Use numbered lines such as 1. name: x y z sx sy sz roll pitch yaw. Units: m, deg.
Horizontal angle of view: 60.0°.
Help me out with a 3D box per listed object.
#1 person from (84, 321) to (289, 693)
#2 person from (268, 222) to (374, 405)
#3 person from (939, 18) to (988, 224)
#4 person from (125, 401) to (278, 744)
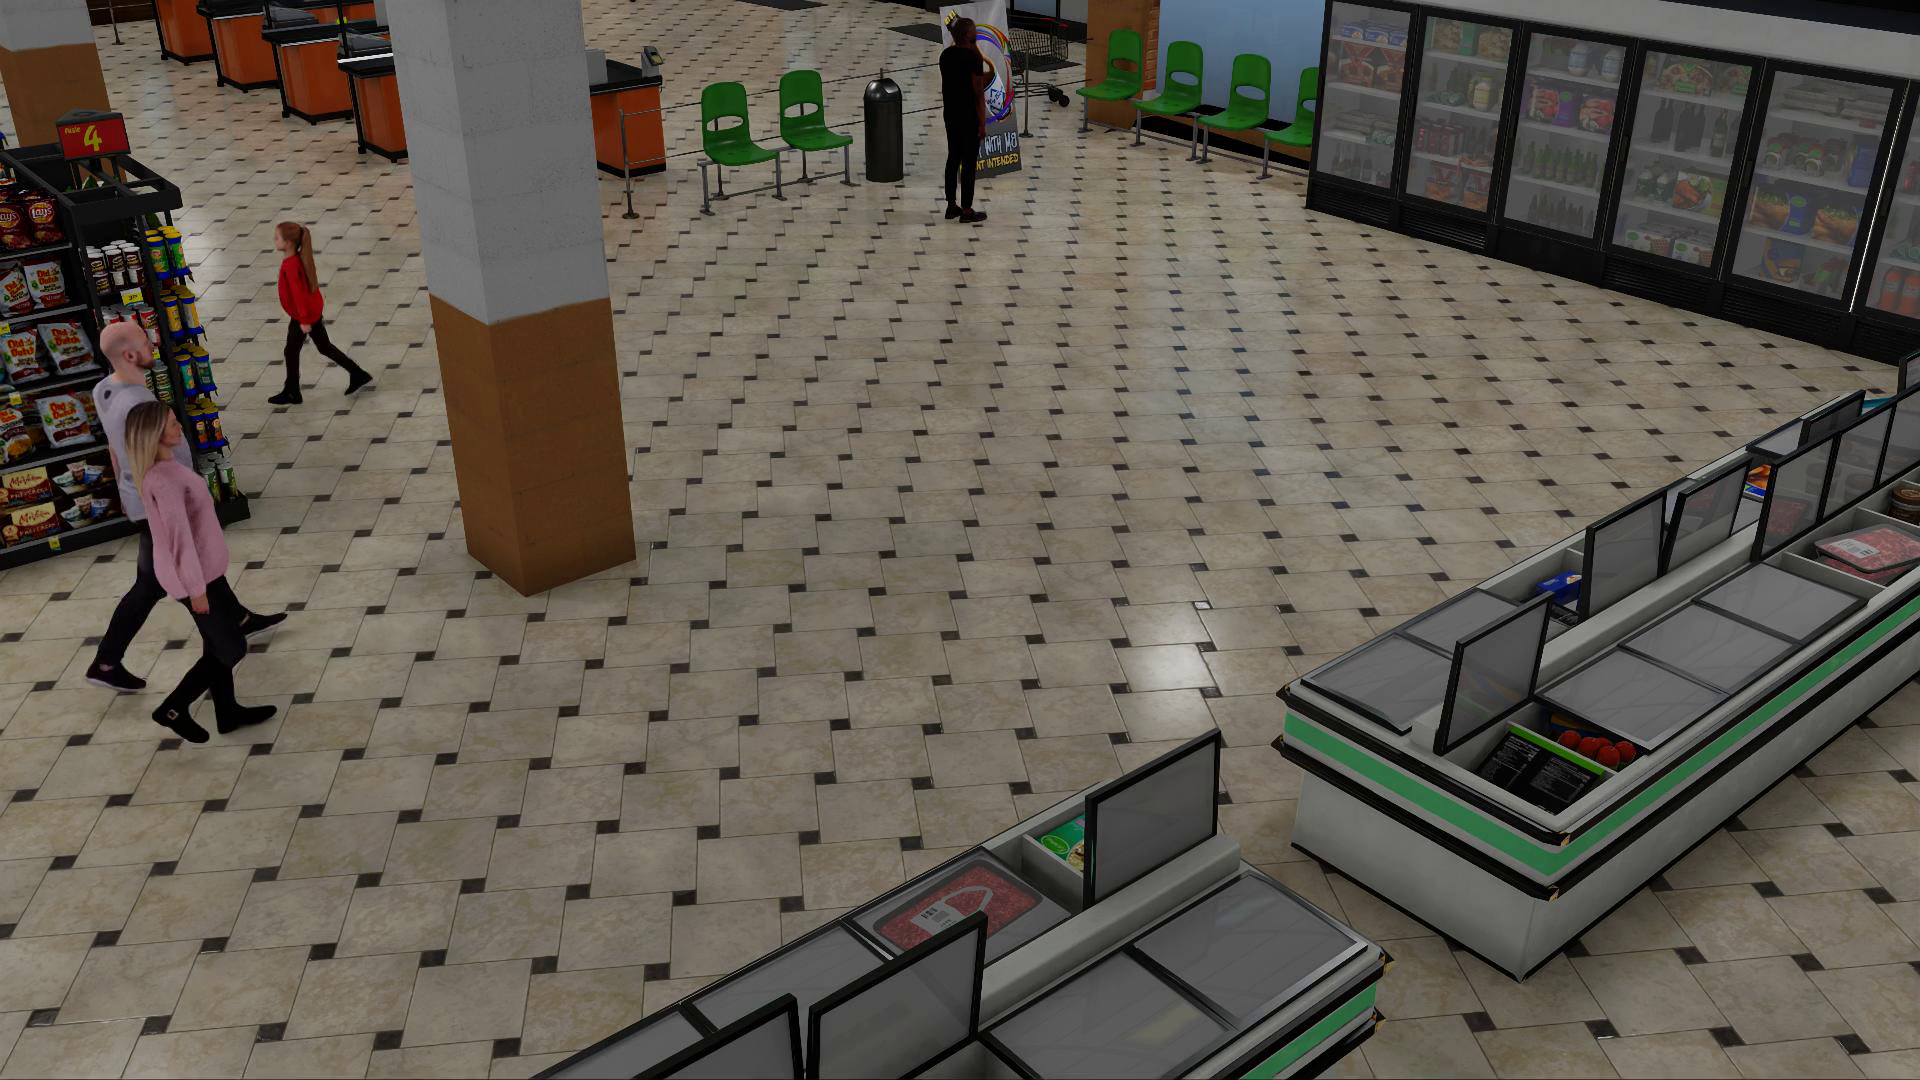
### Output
1. person: -3.909 -0.118 7.906 1.244 1.790 0.696 -21 34 -35
2. person: -4.372 -1.526 11.269 0.976 1.260 0.795 -4 27 -8
3. person: 0.022 -3.835 15.206 0.545 1.819 0.673 -23 35 -38
4. person: -3.504 0.180 7.442 0.806 1.679 0.692 -14 30 -26
